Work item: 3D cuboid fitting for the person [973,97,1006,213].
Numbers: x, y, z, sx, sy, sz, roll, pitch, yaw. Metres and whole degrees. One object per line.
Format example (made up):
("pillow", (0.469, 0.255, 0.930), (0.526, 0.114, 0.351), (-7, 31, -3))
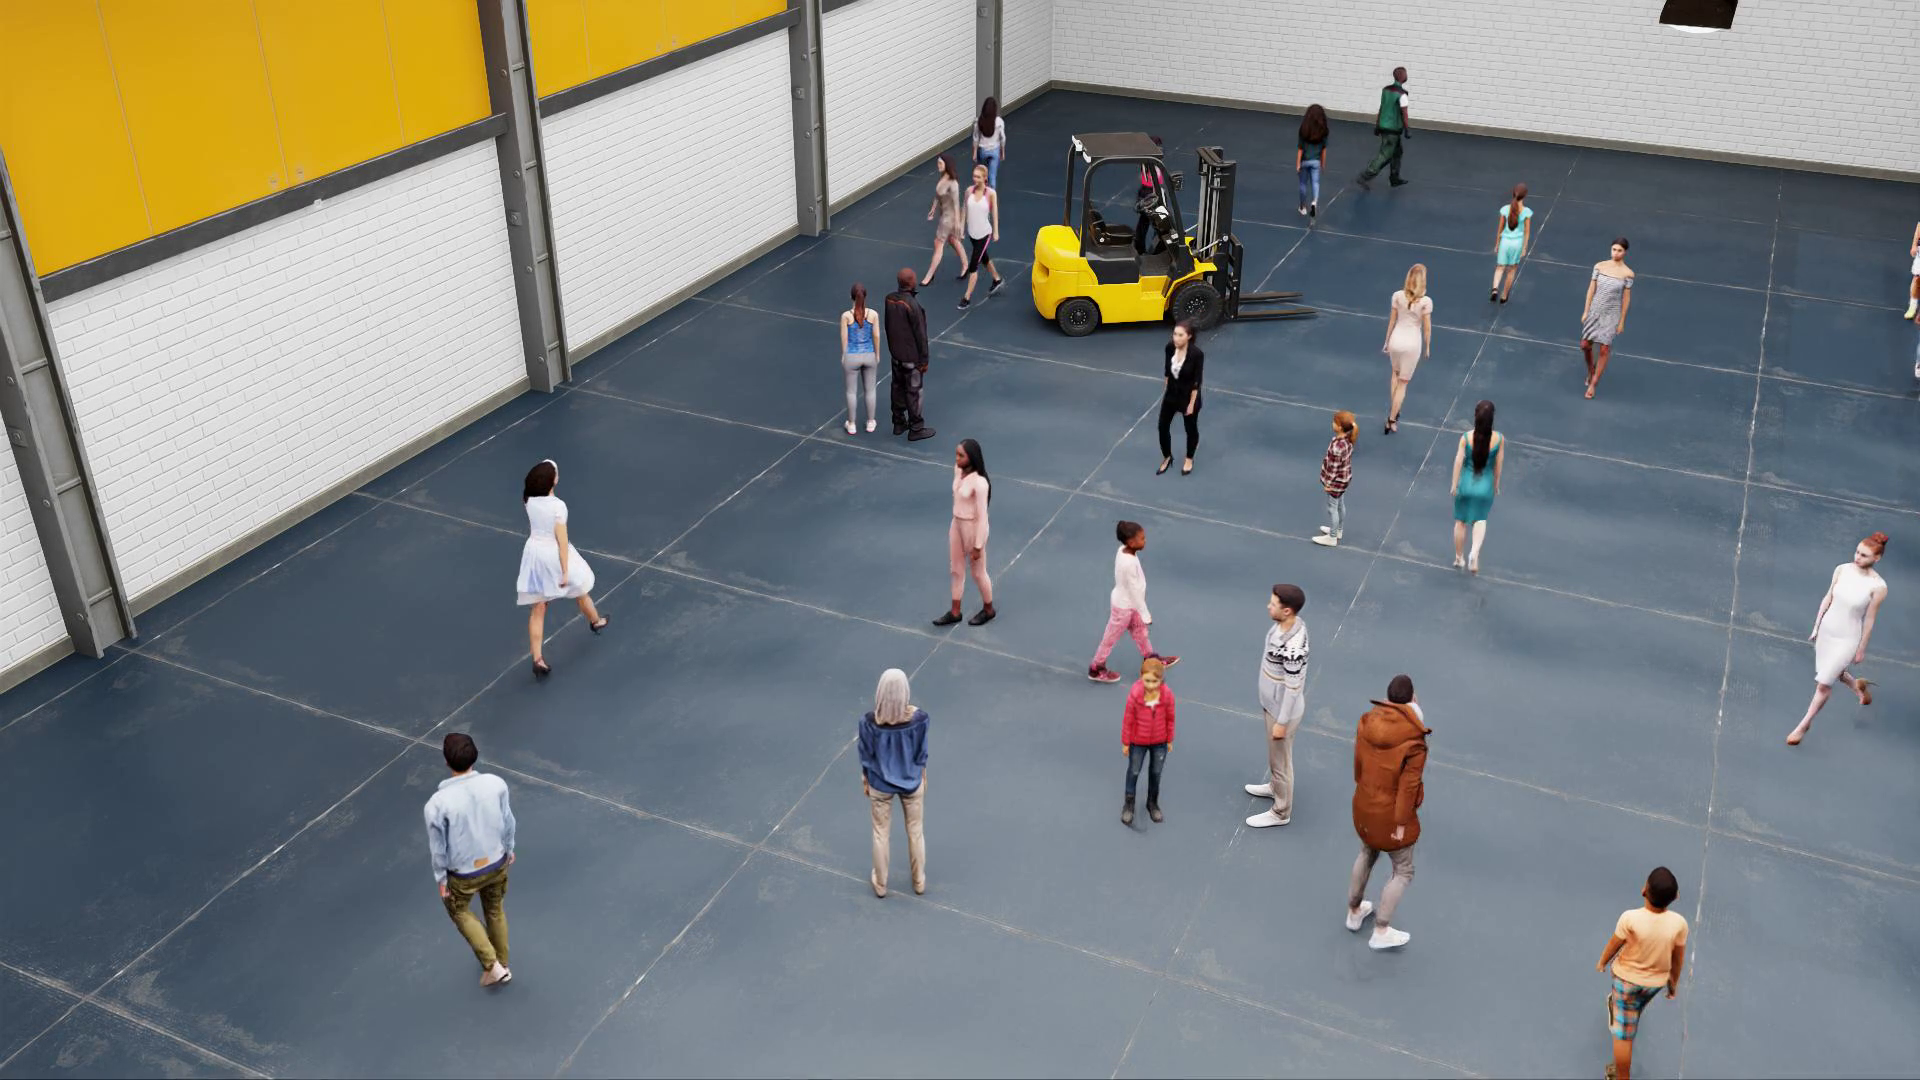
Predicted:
("person", (0.425, -5.473, 23.816), (0.854, 1.576, 1.147), (2, 29, 4))

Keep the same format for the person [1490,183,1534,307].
("person", (6.755, -3.601, 20.414), (0.575, 1.547, 0.765), (15, 32, 26))

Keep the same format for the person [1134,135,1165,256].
("person", (2.453, -4.471, 21.962), (0.799, 1.593, 0.742), (-13, 31, -23))

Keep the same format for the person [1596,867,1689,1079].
("person", (3.826, 2.512, 9.327), (0.761, 1.433, 1.007), (2, 29, 4))

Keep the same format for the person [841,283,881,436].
("person", (-1.034, -1.878, 17.192), (0.642, 1.608, 0.689), (-7, 29, -12))

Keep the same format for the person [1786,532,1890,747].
("person", (6.549, 0.729, 12.242), (1.074, 1.772, 0.982), (-12, 31, -21))

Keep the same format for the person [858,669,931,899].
("person", (-0.413, 1.581, 10.760), (0.717, 1.695, 0.741), (-4, 29, -7))

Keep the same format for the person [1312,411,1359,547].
("person", (3.437, -0.569, 15.108), (0.614, 1.305, 0.486), (18, 33, 29))

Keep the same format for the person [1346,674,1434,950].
("person", (2.632, 1.728, 10.384), (0.916, 1.797, 0.918), (-9, 30, -17))

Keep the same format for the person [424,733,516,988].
("person", (-2.864, 1.976, 9.928), (0.811, 1.798, 0.892), (-21, 35, -34))

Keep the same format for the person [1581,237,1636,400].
("person", (6.982, -2.330, 17.995), (0.667, 1.633, 0.684), (20, 34, 32))

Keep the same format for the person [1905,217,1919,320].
("person", (11.746, -3.537, 20.014), (0.707, 1.818, 0.703), (18, 33, 29))

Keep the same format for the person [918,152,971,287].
("person", (-0.086, -4.065, 21.099), (1.054, 1.706, 1.009), (-9, 30, -16))

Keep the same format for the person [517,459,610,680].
("person", (-3.277, 0.277, 13.078), (0.700, 1.765, 1.177), (10, 30, 18))

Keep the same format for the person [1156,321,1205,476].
("person", (2.232, -1.411, 16.301), (0.658, 1.642, 0.728), (18, 33, 30))

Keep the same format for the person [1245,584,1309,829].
("person", (2.220, 1.120, 11.434), (0.810, 1.860, 0.609), (3, 29, 6))

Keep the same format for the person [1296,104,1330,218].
("person", (4.972, -5.331, 23.534), (0.827, 1.598, 1.020), (0, 29, 0))

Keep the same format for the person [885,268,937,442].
("person", (-0.550, -1.916, 17.039), (0.771, 1.821, 0.725), (25, 37, 37))

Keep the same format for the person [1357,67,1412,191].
("person", (6.320, -6.052, 24.638), (1.219, 1.805, 1.187), (-9, 30, -15))

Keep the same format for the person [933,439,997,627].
("person", (0.120, -0.059, 13.741), (0.908, 1.719, 0.835), (-16, 32, -27))

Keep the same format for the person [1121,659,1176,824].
("person", (1.303, 1.377, 11.528), (0.587, 1.317, 0.604), (-1, 29, -2))

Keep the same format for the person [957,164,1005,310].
("person", (0.299, -3.772, 20.532), (0.777, 1.735, 1.238), (19, 34, 31))

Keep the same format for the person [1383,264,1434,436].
("person", (4.526, -1.924, 17.064), (0.664, 1.811, 0.789), (18, 34, 30))

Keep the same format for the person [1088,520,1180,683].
("person", (1.225, 0.506, 13.025), (0.827, 1.414, 0.961), (2, 29, 4))

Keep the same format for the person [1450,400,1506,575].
("person", (4.474, -0.405, 14.421), (0.674, 1.676, 0.769), (4, 29, 8))
